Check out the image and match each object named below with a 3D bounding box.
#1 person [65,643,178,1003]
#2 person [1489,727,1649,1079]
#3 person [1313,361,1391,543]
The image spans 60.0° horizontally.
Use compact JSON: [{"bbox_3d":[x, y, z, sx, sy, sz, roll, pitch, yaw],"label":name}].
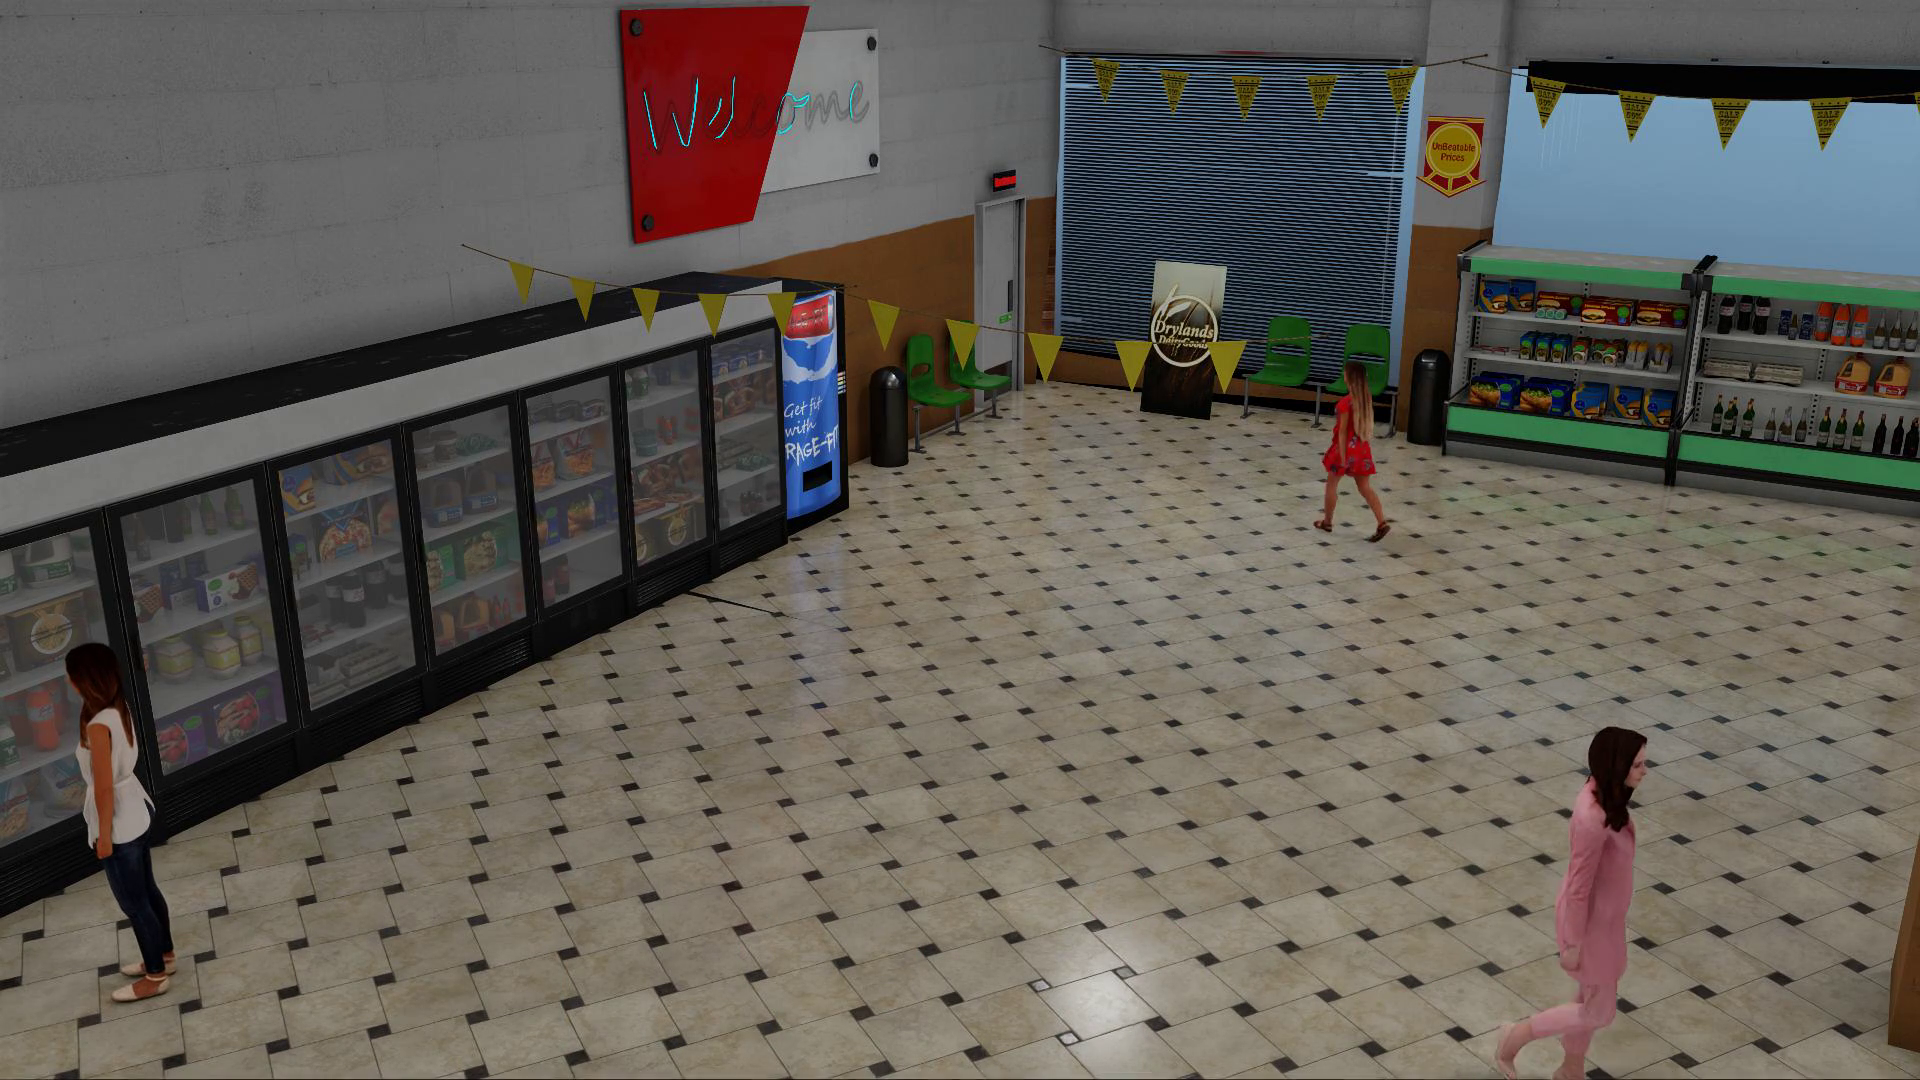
[{"bbox_3d":[-3.939,1.322,7.865,0.726,1.783,0.656,-6,19,-17],"label":"person"},{"bbox_3d":[2.576,1.603,7.018,0.748,1.792,0.609,10,21,27],"label":"person"},{"bbox_3d":[3.436,-0.736,14.311,0.887,1.564,1.114,-11,22,-30],"label":"person"}]
